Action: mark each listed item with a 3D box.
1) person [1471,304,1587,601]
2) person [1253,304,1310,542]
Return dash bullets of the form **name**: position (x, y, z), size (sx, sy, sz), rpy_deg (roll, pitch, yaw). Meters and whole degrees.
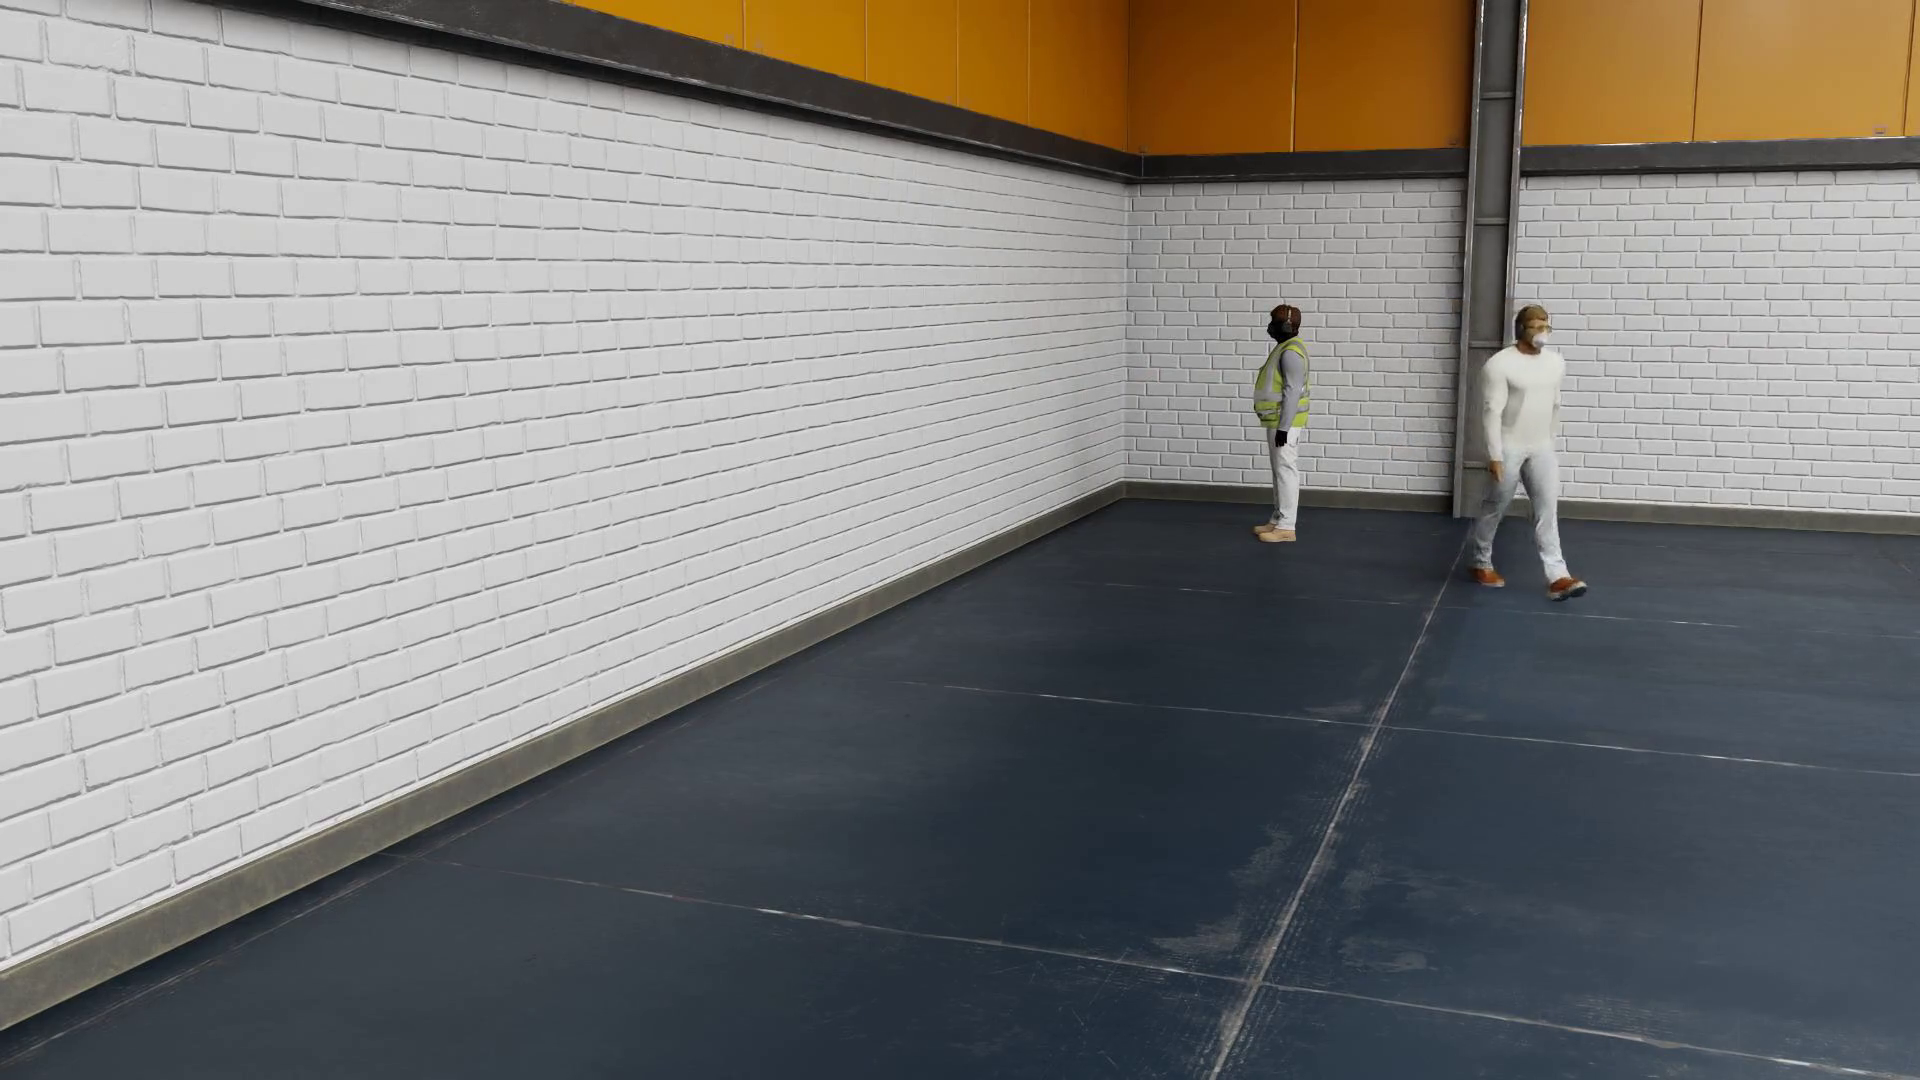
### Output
- **person**: position (3.643, -0.567, 10.713), size (0.655, 1.879, 1.042), rpy_deg (-3, 10, -18)
- **person**: position (2.504, -0.910, 12.987), size (0.429, 1.847, 0.627), rpy_deg (1, 9, 5)
